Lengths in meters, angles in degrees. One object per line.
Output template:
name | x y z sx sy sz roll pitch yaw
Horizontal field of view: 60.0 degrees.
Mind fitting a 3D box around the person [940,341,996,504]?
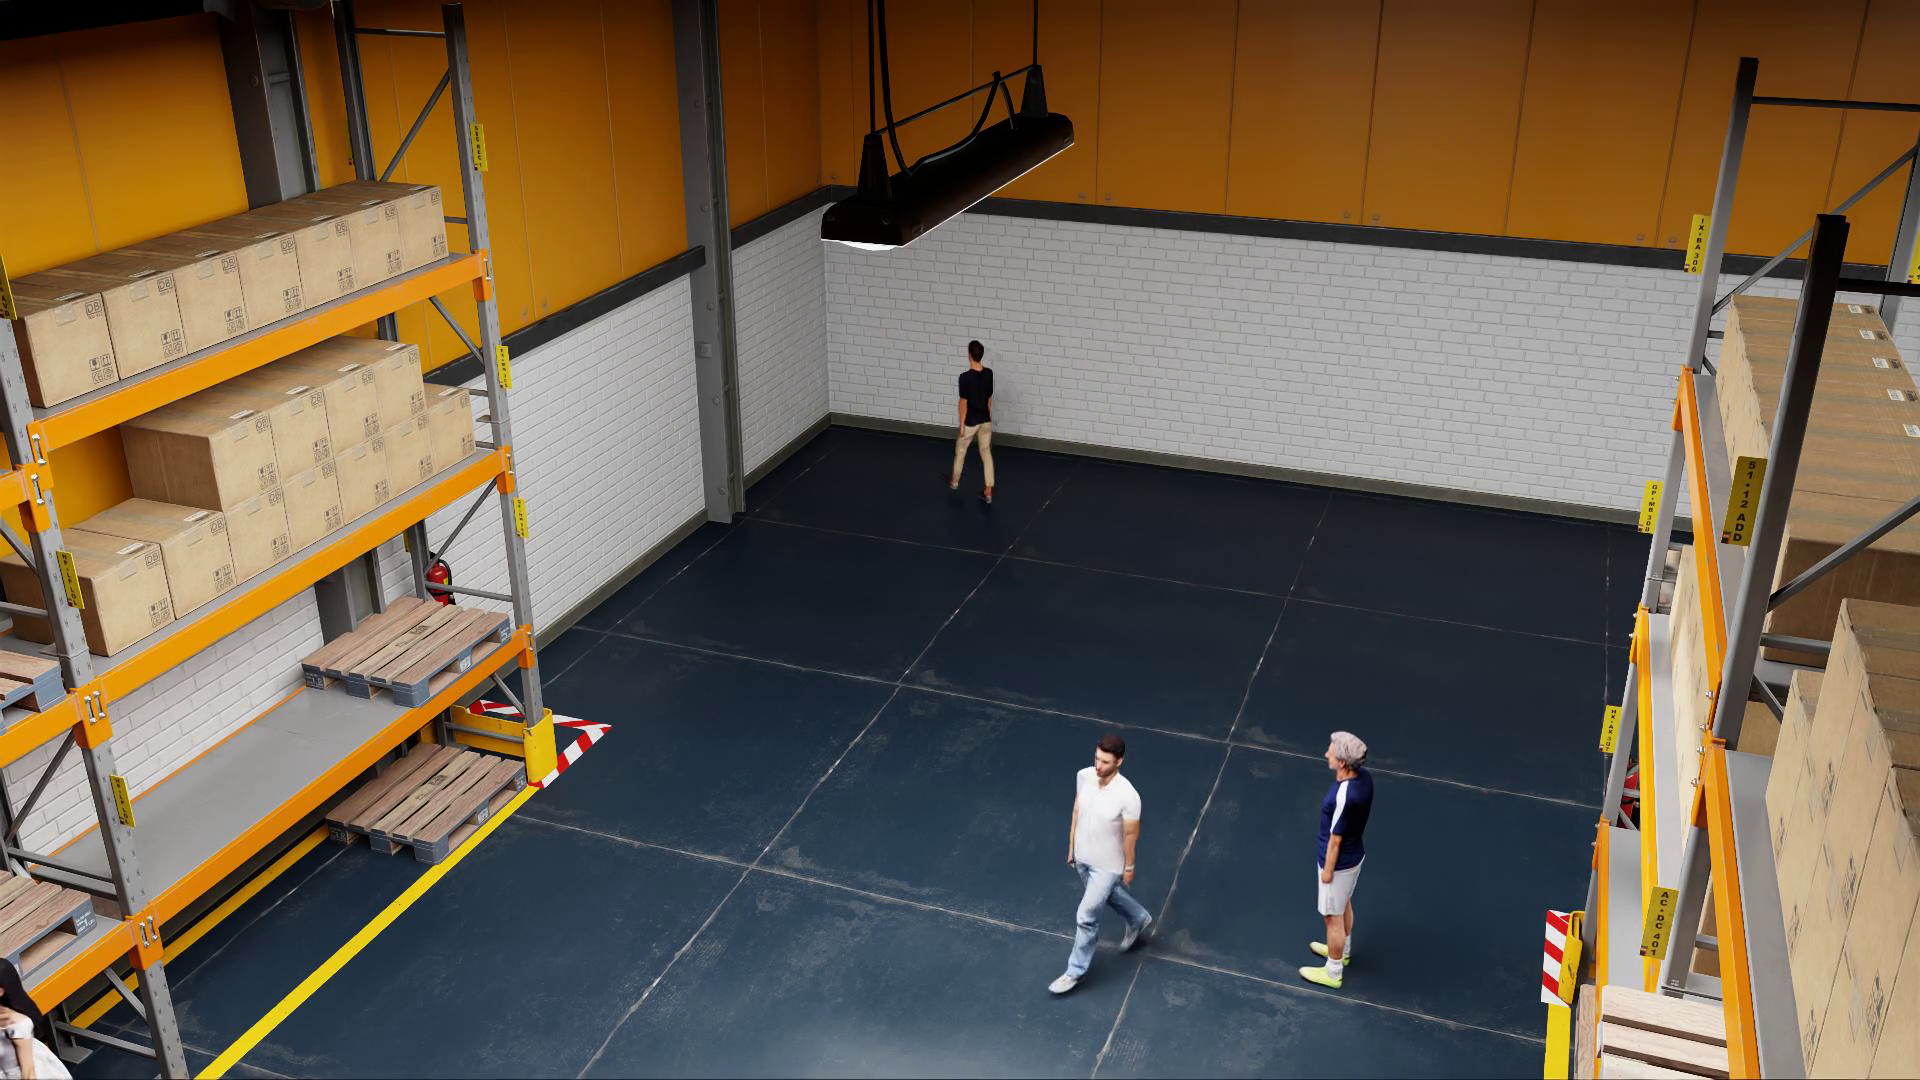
person | 0.227 -1.280 18.570 1.075 1.825 1.091 -14 27 -29

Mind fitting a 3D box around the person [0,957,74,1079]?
person | -4.976 2.967 8.924 0.803 1.769 0.777 -18 29 -35

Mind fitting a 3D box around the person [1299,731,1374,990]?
person | 2.496 2.071 10.890 0.703 1.836 0.518 11 26 24

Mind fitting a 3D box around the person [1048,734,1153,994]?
person | 0.983 2.058 10.940 1.276 1.820 1.101 -15 28 -31
